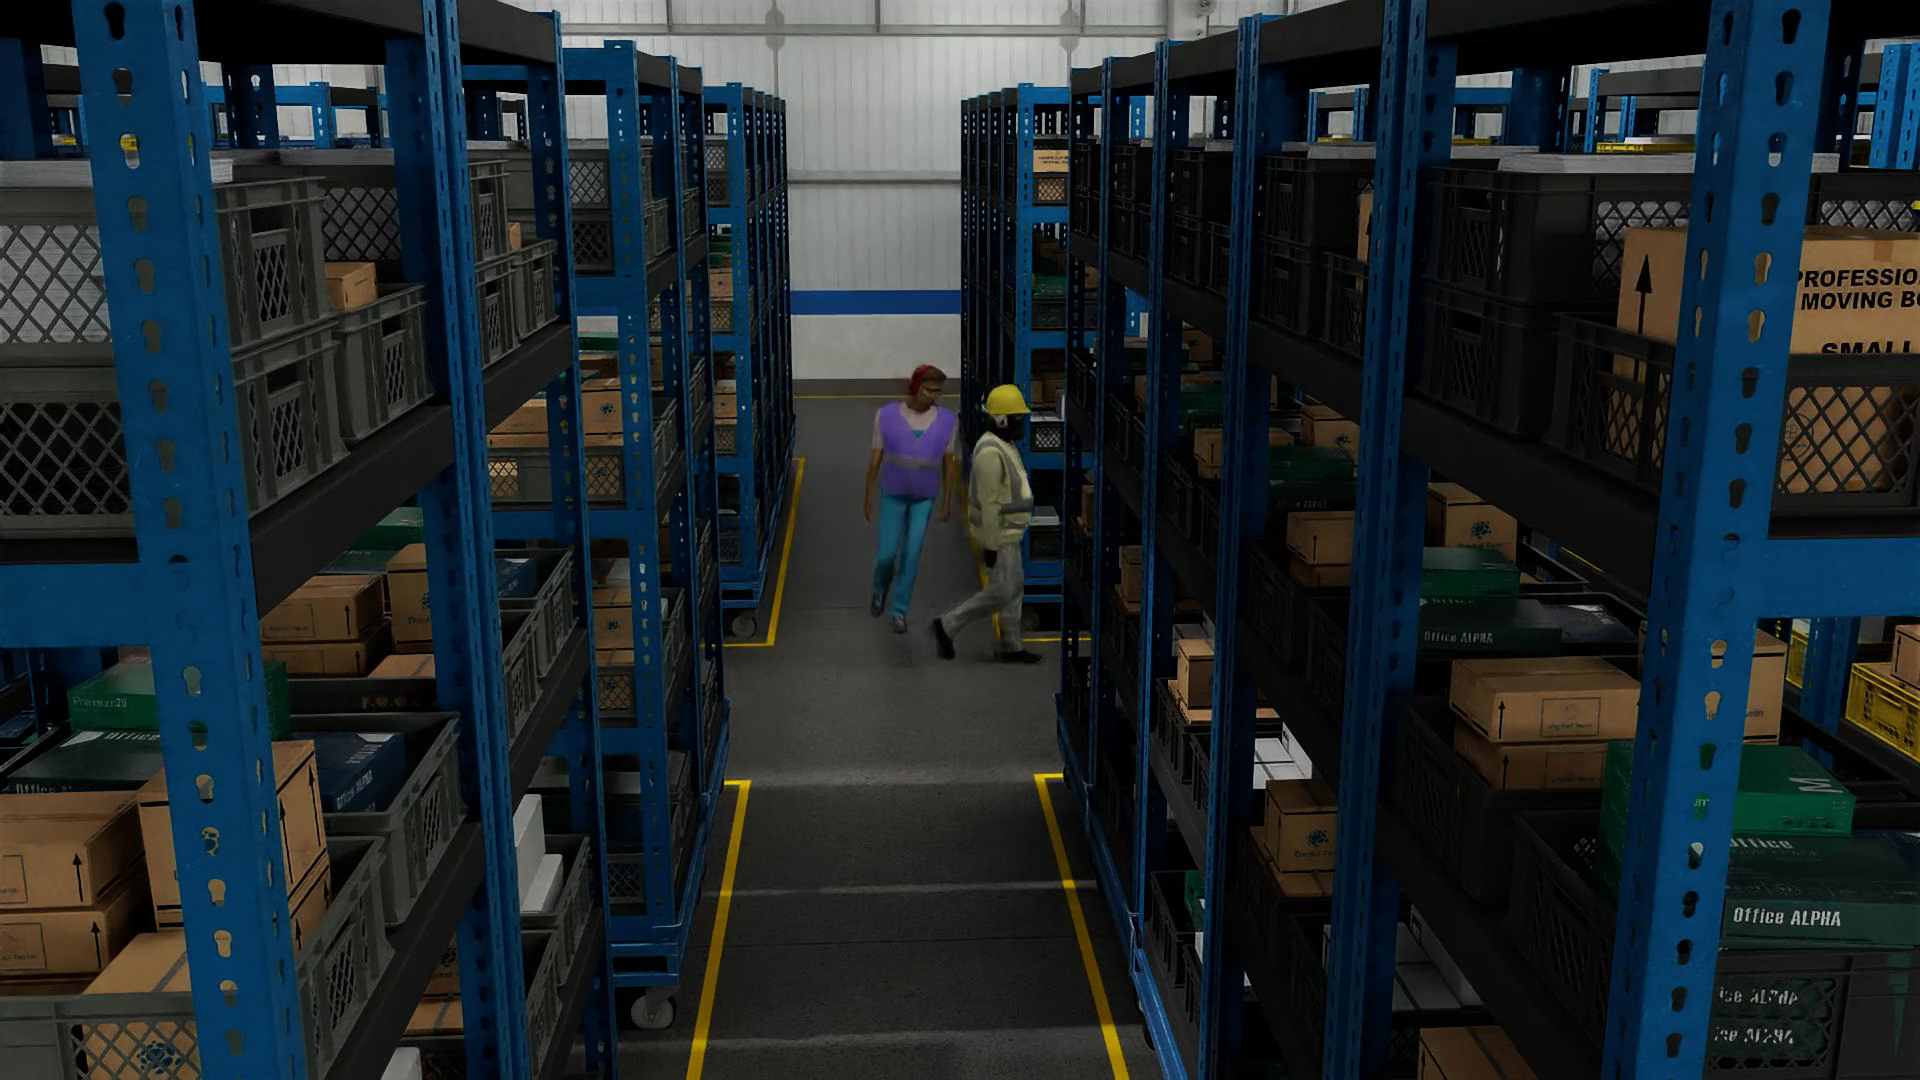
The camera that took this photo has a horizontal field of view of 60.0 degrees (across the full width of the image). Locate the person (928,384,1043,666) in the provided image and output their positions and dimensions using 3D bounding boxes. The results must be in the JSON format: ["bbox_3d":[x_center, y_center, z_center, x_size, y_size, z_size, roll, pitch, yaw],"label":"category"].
[{"bbox_3d":[0.173,-0.071,10.309,0.629,1.816,0.599,2,14,8],"label":"person"}]

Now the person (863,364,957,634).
[{"bbox_3d":[-0.338,-0.290,11.185,0.639,1.808,0.447,-3,14,-11],"label":"person"}]
